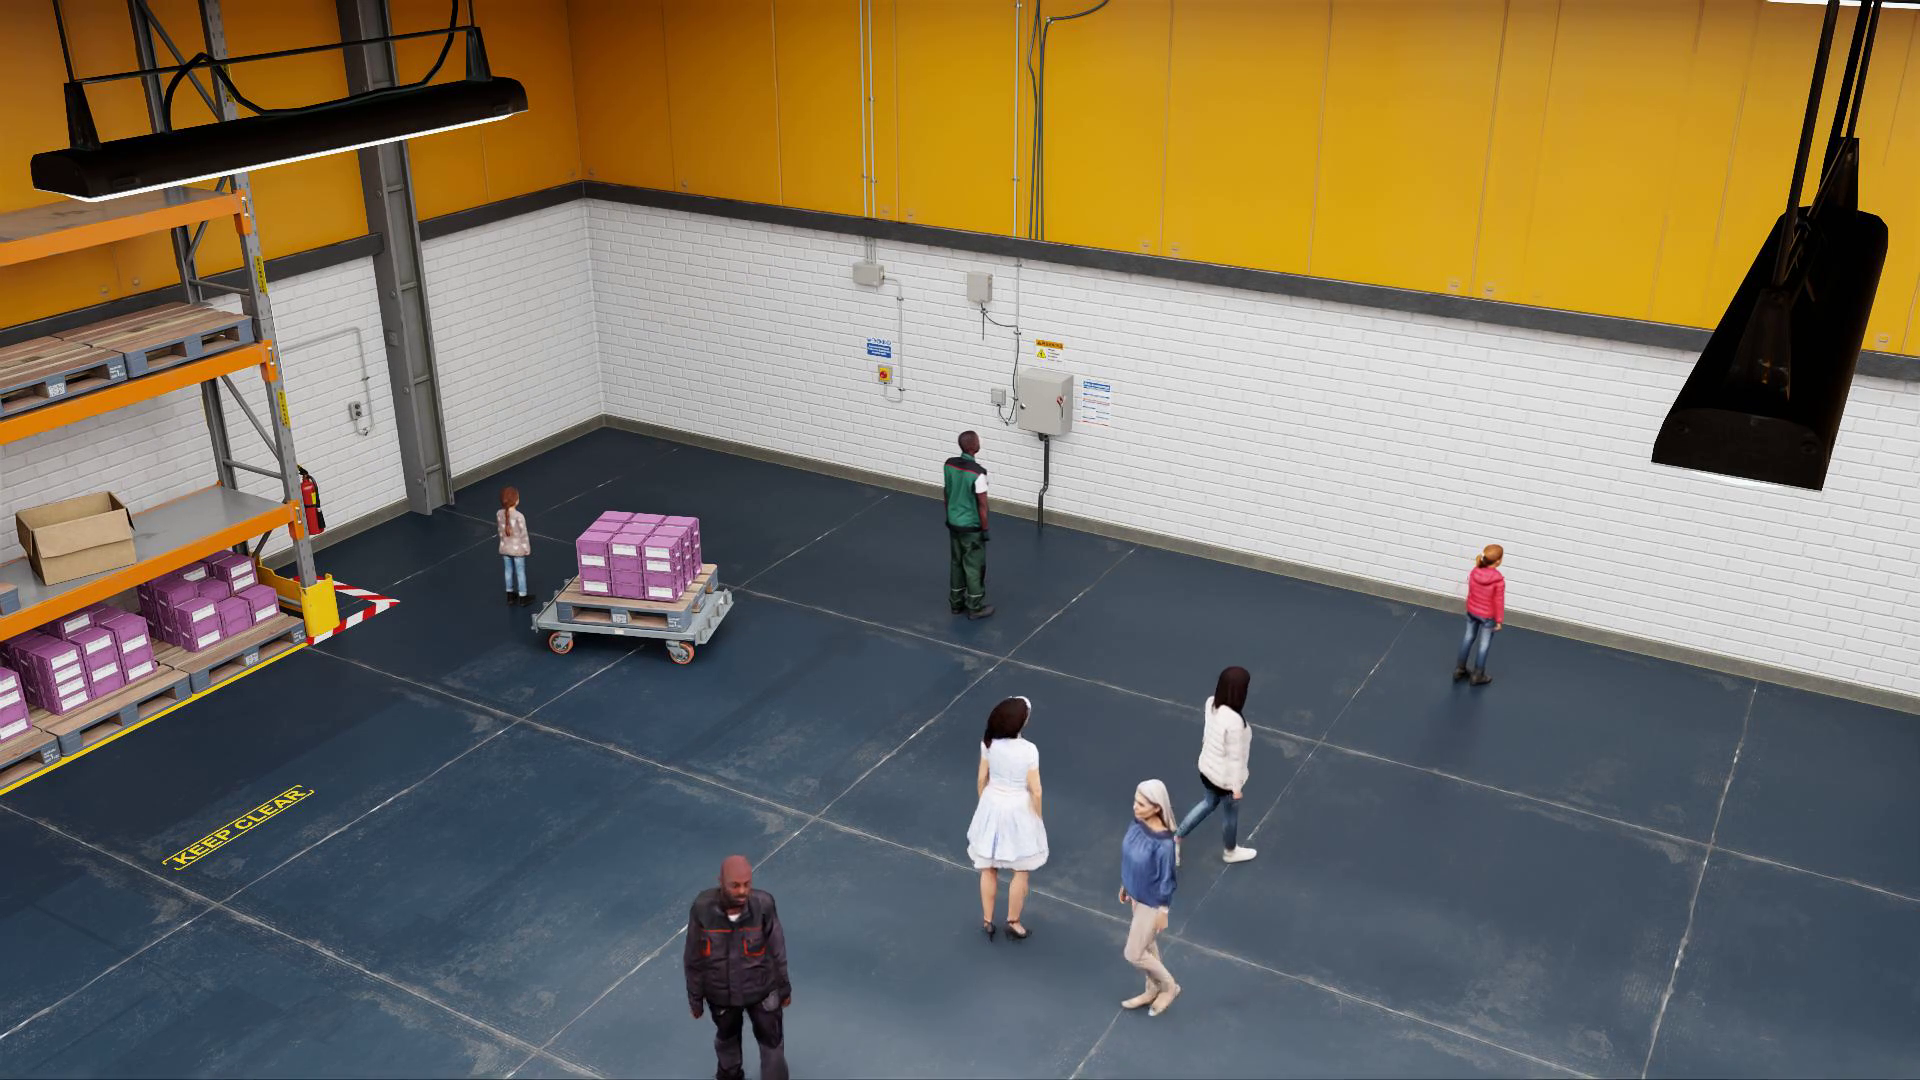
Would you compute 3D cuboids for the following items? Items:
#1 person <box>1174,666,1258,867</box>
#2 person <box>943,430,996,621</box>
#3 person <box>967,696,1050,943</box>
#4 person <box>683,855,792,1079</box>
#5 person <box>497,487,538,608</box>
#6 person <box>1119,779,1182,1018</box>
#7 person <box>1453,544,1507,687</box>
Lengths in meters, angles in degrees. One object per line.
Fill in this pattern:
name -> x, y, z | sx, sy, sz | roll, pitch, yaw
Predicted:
person -> 1.793, 1.630, 11.730 | 1.098, 1.619, 0.995 | -9, 25, -19
person -> 0.063, -0.149, 15.525 | 0.744, 1.839, 0.705 | 22, 32, 40
person -> 0.312, 1.865, 10.967 | 0.737, 1.799, 0.742 | 9, 25, 19
person -> -1.261, 2.512, 9.479 | 1.019, 1.805, 1.051 | 2, 24, 4
person -> -4.265, 0.059, 15.853 | 0.507, 1.195, 0.512 | 8, 25, 17
person -> 1.253, 2.211, 10.316 | 0.814, 1.688, 0.754 | -6, 24, -14
person -> 4.480, 0.641, 14.374 | 0.613, 1.313, 0.596 | -17, 29, -34
